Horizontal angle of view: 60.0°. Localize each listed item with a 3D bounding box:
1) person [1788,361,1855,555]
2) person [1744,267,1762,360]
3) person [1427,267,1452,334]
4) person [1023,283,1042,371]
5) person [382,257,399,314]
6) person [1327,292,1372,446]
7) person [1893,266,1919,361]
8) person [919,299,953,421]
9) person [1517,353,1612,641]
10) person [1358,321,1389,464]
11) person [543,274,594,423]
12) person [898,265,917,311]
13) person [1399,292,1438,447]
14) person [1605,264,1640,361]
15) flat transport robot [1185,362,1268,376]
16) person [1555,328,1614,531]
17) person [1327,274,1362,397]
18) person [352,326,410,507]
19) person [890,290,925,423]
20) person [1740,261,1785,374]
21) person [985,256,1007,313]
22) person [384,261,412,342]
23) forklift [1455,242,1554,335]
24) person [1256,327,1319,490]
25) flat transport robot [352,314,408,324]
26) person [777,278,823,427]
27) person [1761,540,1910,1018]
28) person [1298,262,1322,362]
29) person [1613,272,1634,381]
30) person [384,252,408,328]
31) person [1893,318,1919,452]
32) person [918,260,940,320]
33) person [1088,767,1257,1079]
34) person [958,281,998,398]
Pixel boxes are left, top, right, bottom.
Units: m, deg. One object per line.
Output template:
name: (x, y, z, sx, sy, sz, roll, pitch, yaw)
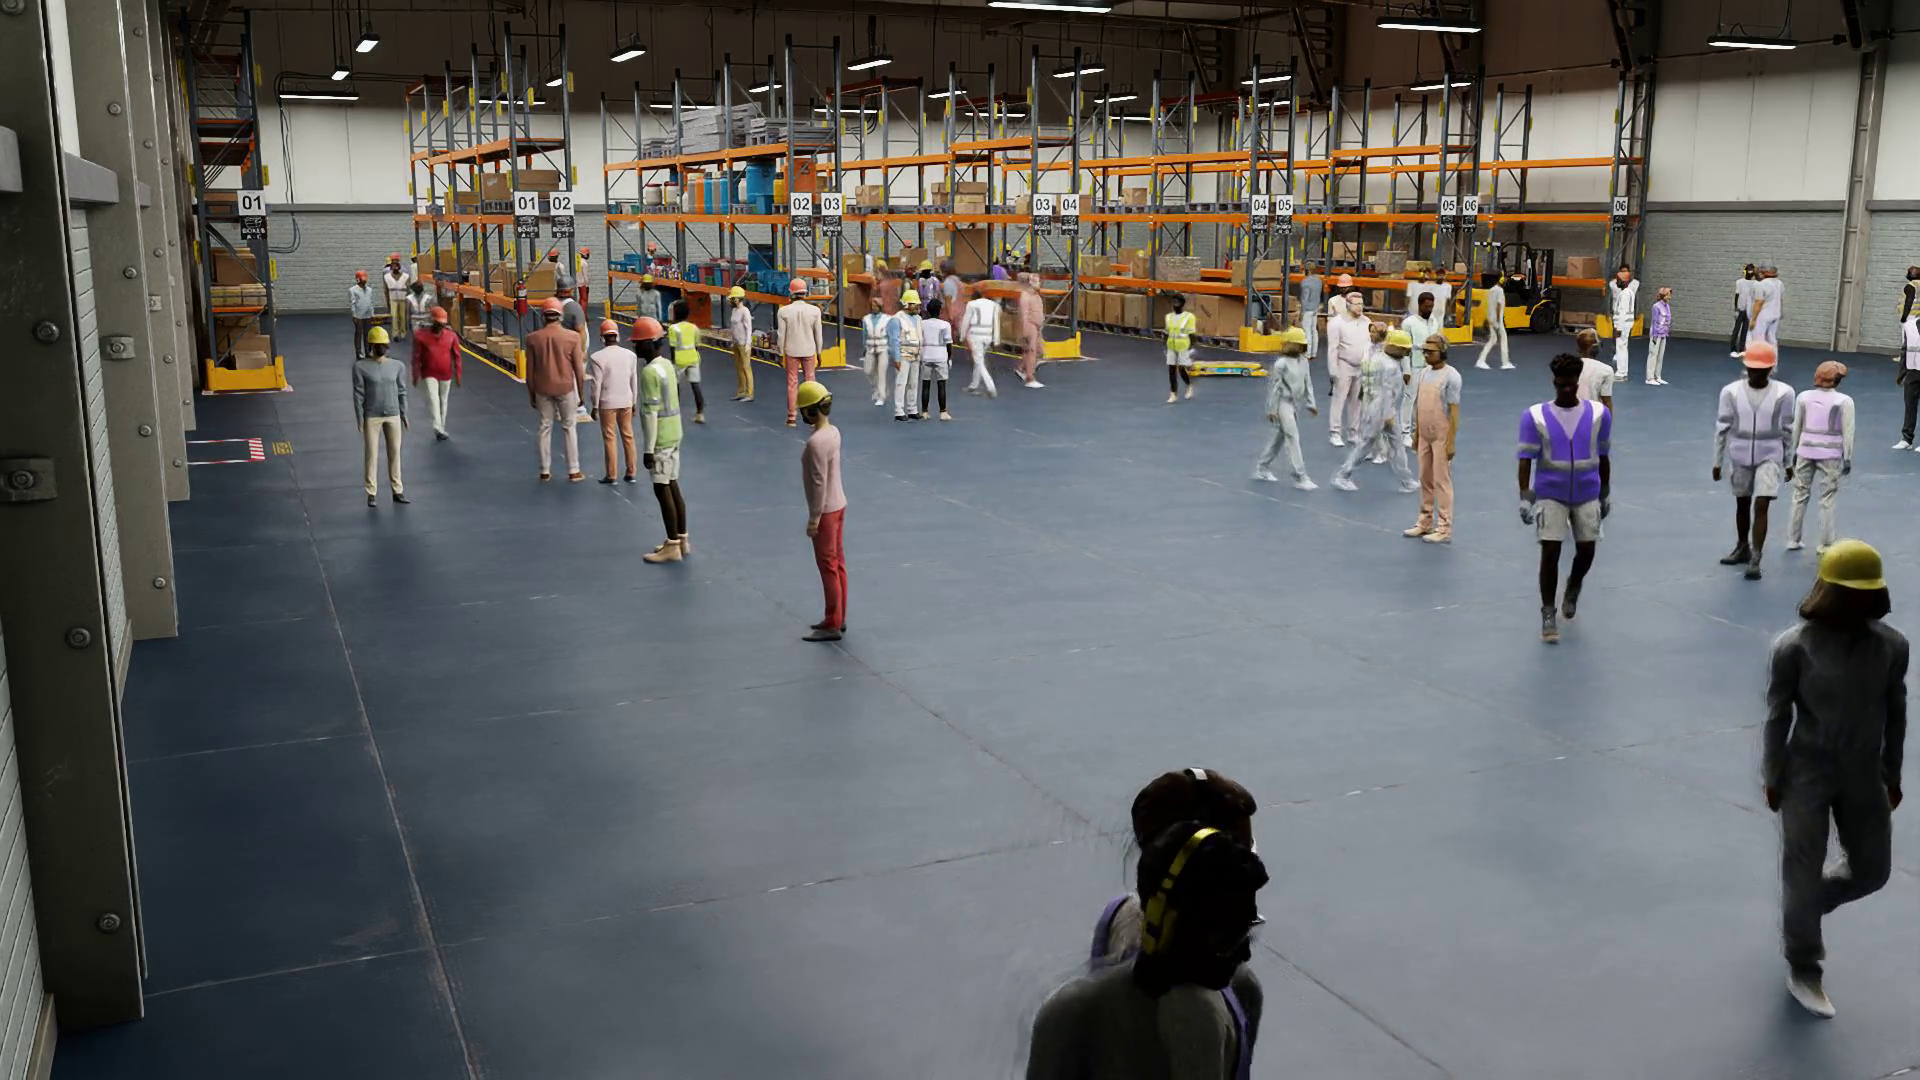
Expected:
person: (7.294, -0.697, 14.101, 0.310, 1.638, 0.522, -7, 13, -33)
person: (15.423, -4.364, 32.210, 0.345, 1.847, 0.507, 4, 12, 20)
person: (9.387, -4.448, 32.684, 0.523, 1.838, 0.630, 1, 11, 7)
person: (1.243, -3.799, 29.892, 0.372, 1.626, 0.545, 4, 12, 21)
person: (-15.088, -6.667, 44.267, 0.494, 1.708, 0.670, -4, 12, -17)
person: (4.852, -2.116, 20.631, 0.652, 1.904, 0.403, -5, 12, -24)
person: (18.479, -4.394, 32.361, 0.633, 1.846, 0.429, -10, 15, -40)
person: (-0.359, -2.496, 23.089, 0.539, 1.695, 0.319, 3, 12, 16)
person: (4.133, -0.307, 11.369, 0.665, 1.934, 0.840, 2, 11, 10)
person: (4.806, -1.703, 19.203, 0.314, 1.642, 0.514, -6, 13, -29)
person: (-5.376, -2.648, 22.986, 0.685, 2.000, 0.538, 7, 13, 31)
person: (-1.042, -4.554, 33.174, 0.373, 1.843, 0.572, 0, 11, -1)
person: (5.678, -2.114, 20.599, 0.587, 1.914, 0.391, -8, 14, -36)
person: (12.851, -4.400, 32.290, 0.617, 1.882, 0.881, 4, 12, 20)
flat transport robot: (4.705, -3.051, 29.549, 1.431, 0.197, 0.652, 0, 11, -1)
person: (5.626, -0.986, 15.048, 0.507, 1.842, 0.339, 8, 14, 37)
person: (6.036, -3.214, 26.166, 0.539, 1.929, 0.385, 4, 12, 21)
person: (-5.708, -1.220, 16.426, 0.525, 1.771, 0.305, -8, 14, -36)
person: (-0.707, -2.533, 22.963, 0.403, 1.824, 0.594, 9, 14, 38)
person: (14.369, -3.989, 29.805, 0.720, 2.000, 0.535, -6, 12, -26)
person: (0.839, -6.091, 41.021, 0.657, 1.830, 0.432, -4, 12, -20)
person: (-12.613, -5.356, 37.362, 0.591, 1.792, 0.943, -3, 12, -17)
forklift: (13.047, -6.049, 39.881, 2.313, 2.155, 1.214, -5, 12, -23)
person: (3.465, -1.408, 17.587, 0.490, 1.691, 0.923, -10, 15, -42)
flat transport robot: (-15.131, -5.774, 43.386, 0.652, 0.197, 1.431, 3, 12, 17)
person: (-2.166, -2.531, 22.502, 0.622, 1.995, 0.374, -3, 11, -14)
person: (3.156, 0.836, 6.052, 0.497, 1.731, 0.459, 0, 11, 0)
person: (6.758, -4.413, 32.219, 0.357, 1.938, 0.637, 10, 15, 40)
person: (11.374, -3.664, 28.576, 0.368, 1.879, 0.580, 5, 12, 25)
person: (-14.033, -6.212, 41.473, 0.553, 1.911, 0.882, -5, 12, -26)
person: (11.671, -2.022, 20.145, 0.397, 1.911, 0.588, -6, 13, -27)
person: (-0.650, -4.690, 33.658, 0.383, 1.924, 0.593, -11, 15, -43)
person: (0.401, 1.334, 3.255, 0.326, 1.842, 0.517, -3, 11, -14)
person: (0.328, -3.153, 26.138, 0.561, 1.817, 0.996, -9, 14, -39)
